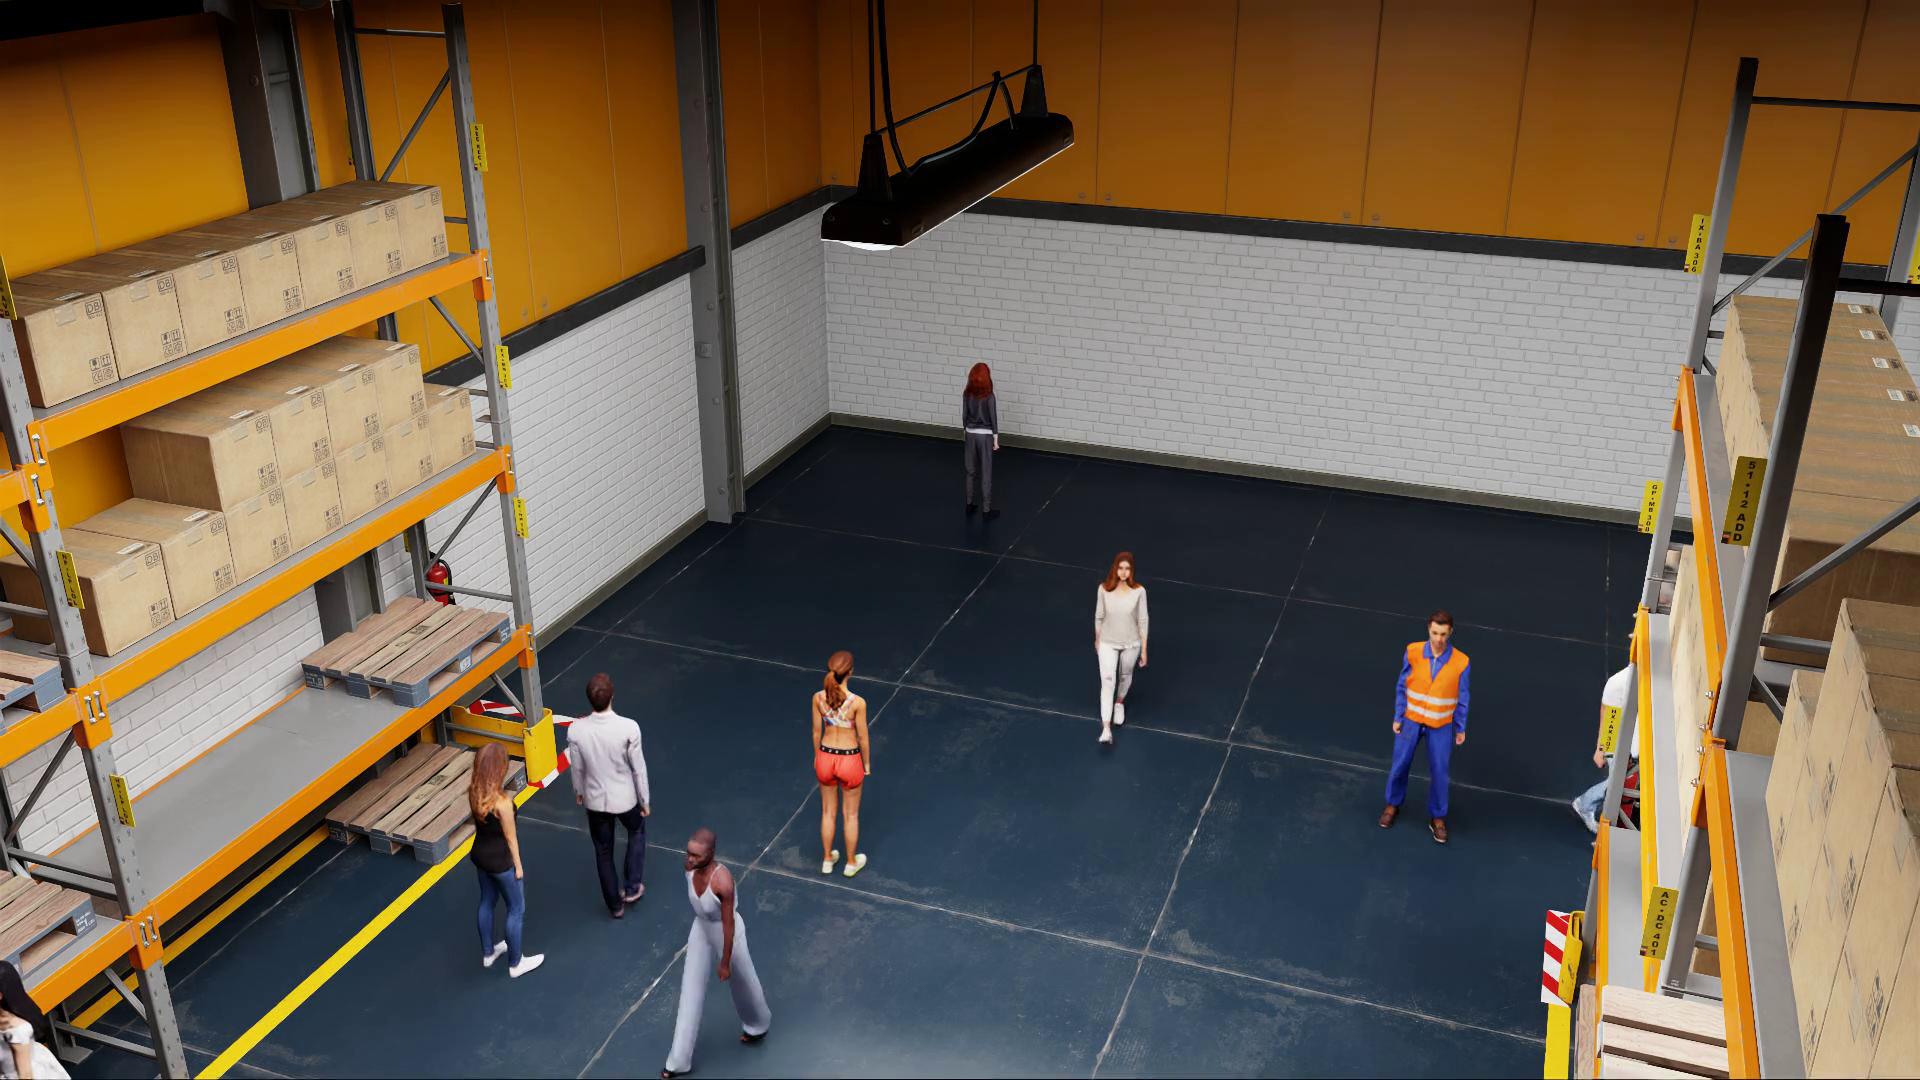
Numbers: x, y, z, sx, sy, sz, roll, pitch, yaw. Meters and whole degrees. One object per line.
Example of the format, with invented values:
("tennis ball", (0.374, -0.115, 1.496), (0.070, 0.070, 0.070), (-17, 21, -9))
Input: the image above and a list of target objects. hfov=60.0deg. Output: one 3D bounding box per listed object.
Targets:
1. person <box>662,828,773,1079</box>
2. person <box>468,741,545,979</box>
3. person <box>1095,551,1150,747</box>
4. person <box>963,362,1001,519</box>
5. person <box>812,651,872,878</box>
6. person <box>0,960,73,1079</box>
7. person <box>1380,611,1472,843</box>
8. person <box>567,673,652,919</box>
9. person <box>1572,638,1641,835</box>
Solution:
("person", (-1.409, 2.435, 10.187), (0.827, 1.732, 1.110), (20, 31, 39))
("person", (-3.060, 2.105, 10.960), (0.643, 1.719, 0.640), (18, 29, 35))
("person", (1.347, 0.837, 13.923), (0.790, 1.667, 1.158), (3, 24, 6))
("person", (0.215, -1.102, 18.224), (0.627, 1.776, 0.590), (15, 28, 31))
("person", (-0.867, 1.622, 11.980), (0.598, 1.786, 0.564), (6, 24, 13))
("person", (-4.943, 2.982, 8.889), (0.819, 1.769, 0.783), (-16, 28, -32))
("person", (3.524, 1.365, 12.472), (0.695, 1.863, 0.613), (8, 25, 17))
("person", (-2.419, 1.818, 11.466), (0.796, 1.839, 0.768), (0, 24, -1))
("person", (4.873, 1.472, 12.255), (1.099, 1.839, 1.147), (-11, 26, -24))
